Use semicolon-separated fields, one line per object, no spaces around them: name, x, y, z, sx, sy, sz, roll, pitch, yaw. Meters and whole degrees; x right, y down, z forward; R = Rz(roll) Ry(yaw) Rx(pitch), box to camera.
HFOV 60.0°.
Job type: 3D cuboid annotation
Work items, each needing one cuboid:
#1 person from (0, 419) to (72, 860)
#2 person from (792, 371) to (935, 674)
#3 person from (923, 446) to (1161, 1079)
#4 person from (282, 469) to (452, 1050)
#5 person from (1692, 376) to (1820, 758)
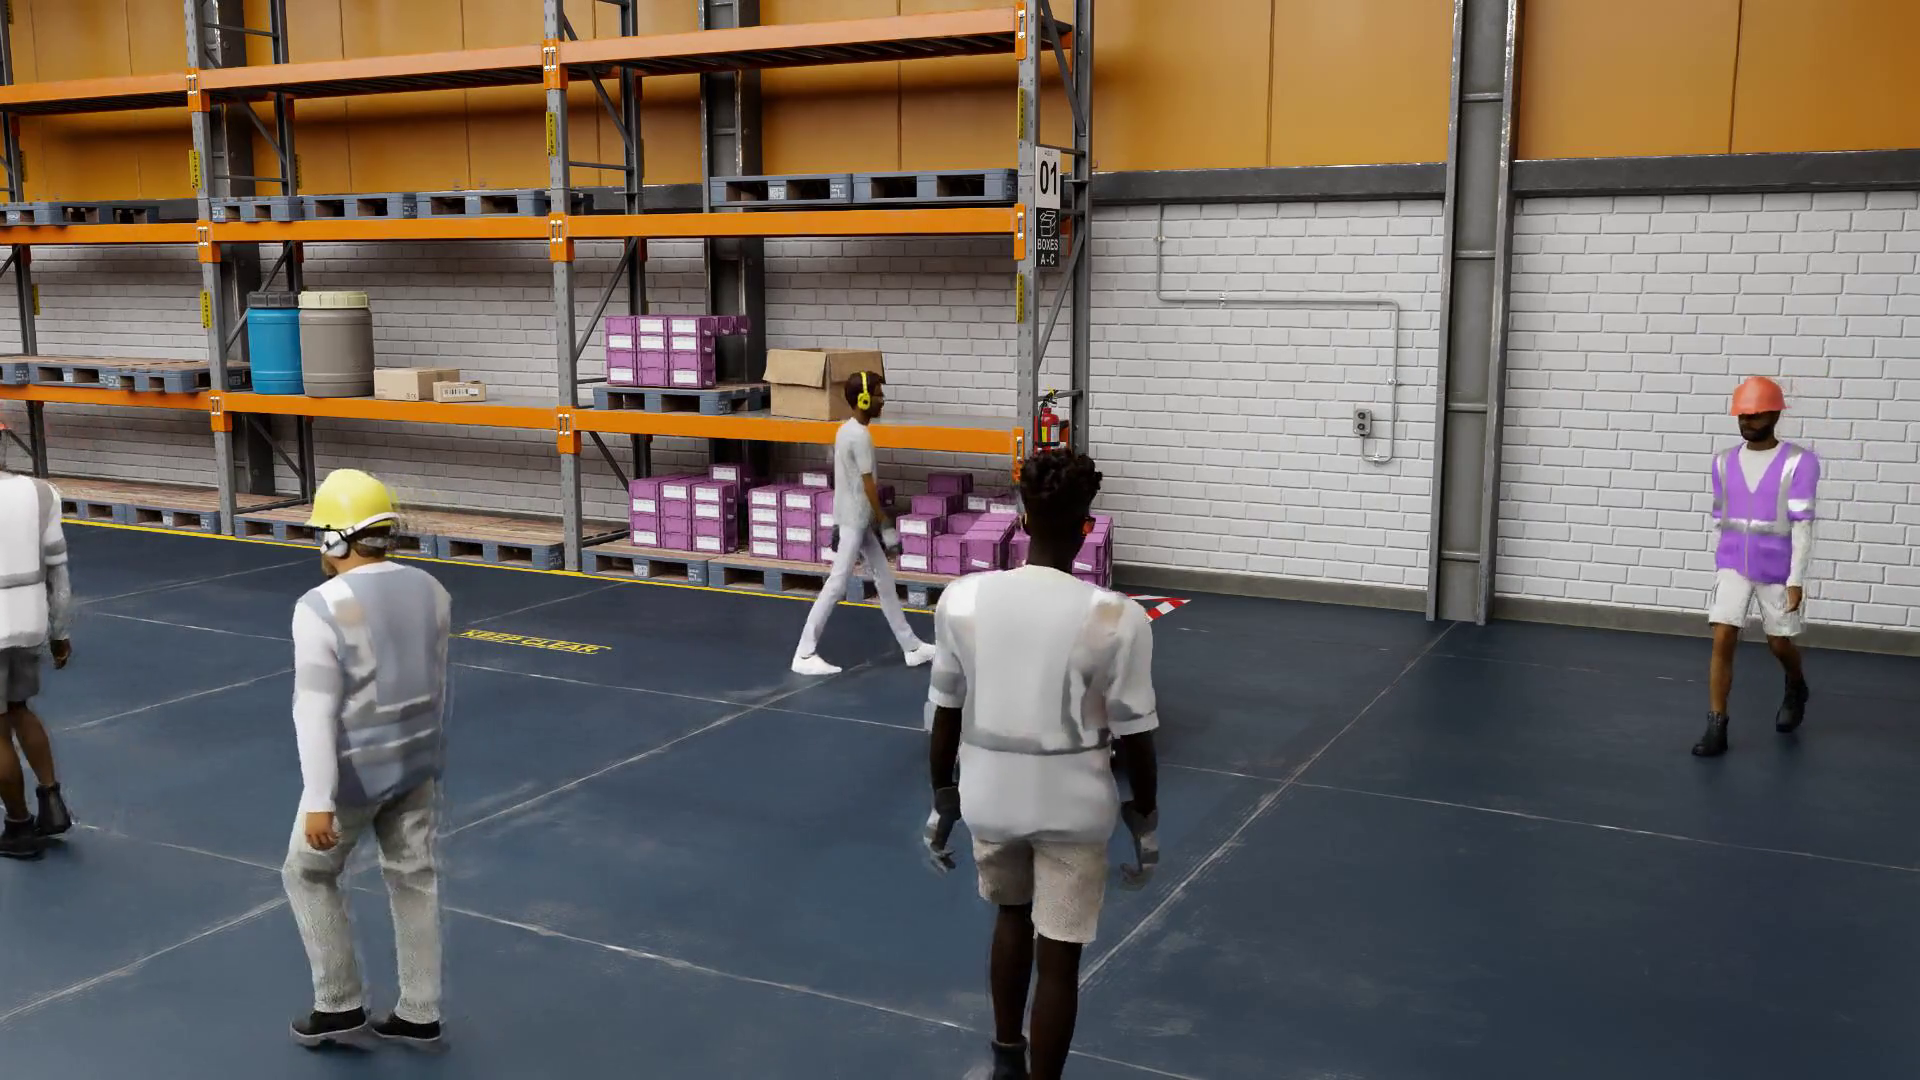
person;-3.935;0.370;6.777;0.403;1.910;0.539;5;10;27
person;-0.560;-0.093;9.921;0.992;1.818;0.517;-1;9;-6
person;0.243;0.711;4.539;0.646;1.942;0.560;4;10;24
person;-1.867;0.683;5.123;0.599;1.813;0.626;5;10;27
person;4.056;0.114;8.401;0.919;1.900;0.541;-9;13;-43
